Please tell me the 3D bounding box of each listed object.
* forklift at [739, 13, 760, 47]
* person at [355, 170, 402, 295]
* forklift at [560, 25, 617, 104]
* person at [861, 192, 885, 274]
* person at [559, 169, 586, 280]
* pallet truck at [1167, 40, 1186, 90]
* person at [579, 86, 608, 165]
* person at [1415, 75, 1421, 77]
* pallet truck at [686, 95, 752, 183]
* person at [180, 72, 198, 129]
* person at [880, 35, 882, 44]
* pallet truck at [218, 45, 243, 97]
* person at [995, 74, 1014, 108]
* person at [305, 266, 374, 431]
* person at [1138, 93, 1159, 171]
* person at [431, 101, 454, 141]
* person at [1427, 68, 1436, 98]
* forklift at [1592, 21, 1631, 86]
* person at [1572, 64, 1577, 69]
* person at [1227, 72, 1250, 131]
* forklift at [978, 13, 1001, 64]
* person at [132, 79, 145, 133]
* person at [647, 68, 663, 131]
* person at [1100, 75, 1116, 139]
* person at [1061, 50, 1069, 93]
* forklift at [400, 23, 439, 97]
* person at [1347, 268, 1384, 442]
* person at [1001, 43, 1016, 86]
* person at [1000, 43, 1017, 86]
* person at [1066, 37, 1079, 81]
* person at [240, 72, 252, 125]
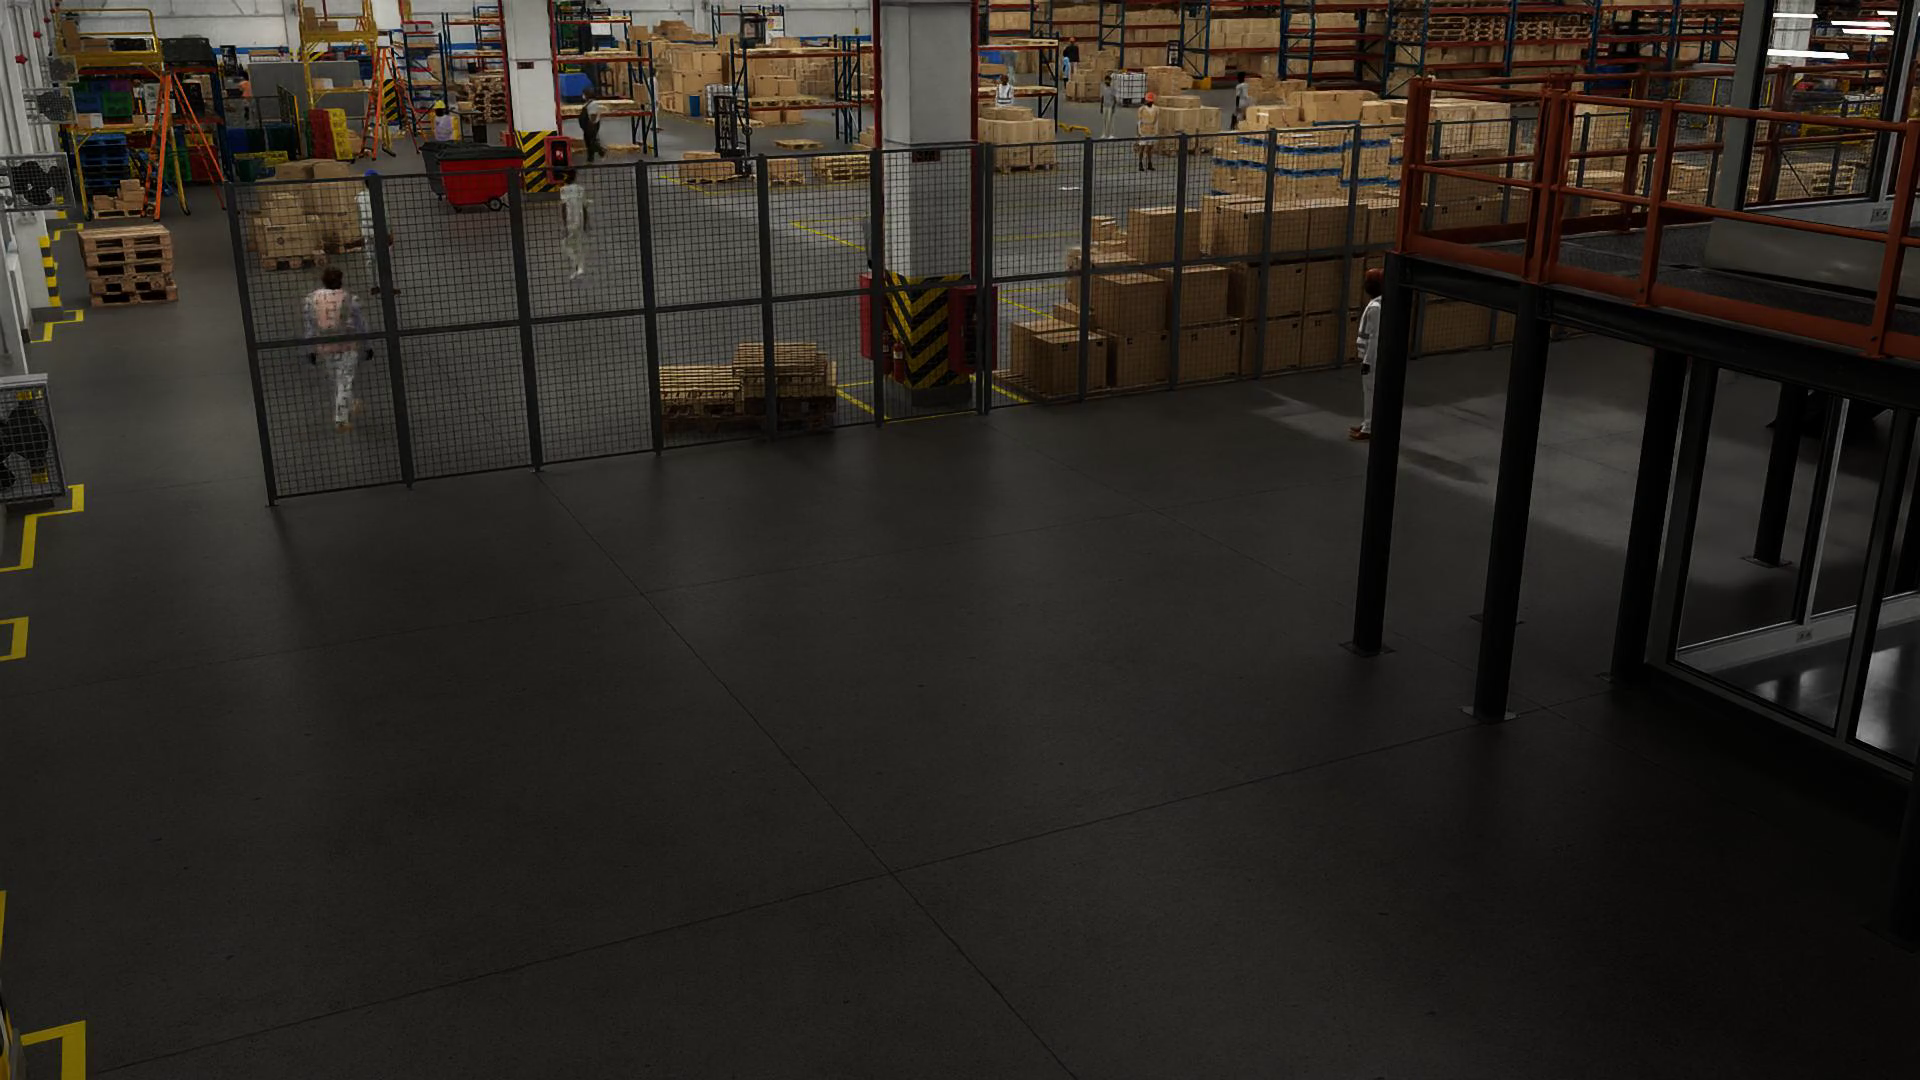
[{"bbox_3d":[-9.909,-23.472,78.711,1.129,2.768,1.873,-9,21,-25],"label":"forklift"},{"bbox_3d":[-9.112,-4.790,25.980,0.604,1.938,0.402,10,21,26],"label":"person"},{"bbox_3d":[-14.059,-17.891,62.532,1.873,2.768,1.129,-9,21,-25],"label":"forklift"},{"bbox_3d":[-1.155,-4.141,24.252,0.429,1.840,0.624,11,22,30],"label":"person"},{"bbox_3d":[-6.345,-5.176,27.251,0.420,1.837,0.570,15,24,37],"label":"person"},{"bbox_3d":[9.045,-19.971,69.895,0.823,1.965,1.885,-3,19,-8],"label":"pallet truck"},{"bbox_3d":[-9.543,-10.699,42.952,0.602,2.000,0.696,-10,21,-27],"label":"person"},{"bbox_3d":[14.030,-13.398,51.191,0.310,1.768,0.533,18,26,41],"label":"person"},{"bbox_3d":[-5.836,-9.608,39.856,0.823,1.965,1.885,10,22,27],"label":"pallet truck"},{"bbox_3d":[-24.101,-13.774,52.115,0.997,1.872,0.629,18,26,41],"label":"person"},{"bbox_3d":[-3.763,-23.956,81.538,0.552,1.936,0.362,7,20,19],"label":"person"},{"bbox_3d":[-28.879,-18.665,66.111,0.823,1.965,1.885,-3,19,-9],"label":"pallet truck"},{"bbox_3d":[1.320,-12.967,49.765,0.574,1.884,0.356,7,20,19],"label":"person"},{"bbox_3d":[-6.906,-2.156,18.577,0.646,1.789,0.977,1,19,4],"label":"person"},{"bbox_3d":[4.749,-10.279,41.903,0.542,1.930,0.374,-6,20,-16],"label":"person"},{"bbox_3d":[-12.319,-9.405,39.421,0.615,1.909,0.672,11,22,29],"label":"person"},{"bbox_3d":[16.111,-15.373,57.100,0.514,1.645,0.309,-17,25,-40],"label":"person"},{"bbox_3d":[26.709,-19.542,67.320,1.873,2.768,1.129,-9,21,-25],"label":"forklift"},{"bbox_3d":[25.249,-19.329,68.527,0.743,1.672,0.542,-9,21,-26],"label":"person"},{"bbox_3d":[8.415,-13.150,50.223,0.634,1.918,0.957,-16,25,-38],"label":"person"},{"bbox_3d":[0.969,-23.826,79.738,1.873,2.768,1.129,12,22,31],"label":"forklift"},{"bbox_3d":[-25.371,-13.402,51.413,0.523,1.632,0.313,4,20,13],"label":"person"},{"bbox_3d":[-9.596,-13.812,52.131,0.379,1.940,0.629,-10,21,-26],"label":"person"},{"bbox_3d":[4.425,-12.940,49.729,0.528,1.860,0.333,15,24,37],"label":"person"},{"bbox_3d":[4.313,-19.196,68.102,0.317,1.695,0.540,8,20,21],"label":"person"},{"bbox_3d":[-21.434,-18.926,65.533,1.129,2.768,1.873,-9,21,-25],"label":"forklift"},{"bbox_3d":[4.437,-1.997,17.963,0.355,1.884,0.575,6,20,17],"label":"person"},{"bbox_3d":[1.998,-19.576,68.839,0.636,1.938,0.358,3,19,9],"label":"person"},{"bbox_3d":[2.032,-20.483,71.666,0.861,1.812,0.632,-9,21,-25],"label":"person"},{"bbox_3d":[4.901,-20.950,72.735,0.609,1.996,0.379,-2,19,-7],"label":"person"},{"bbox_3d":[-23.201,-14.418,54.318,0.542,1.658,0.871,-4,19,-11],"label":"person"}]
